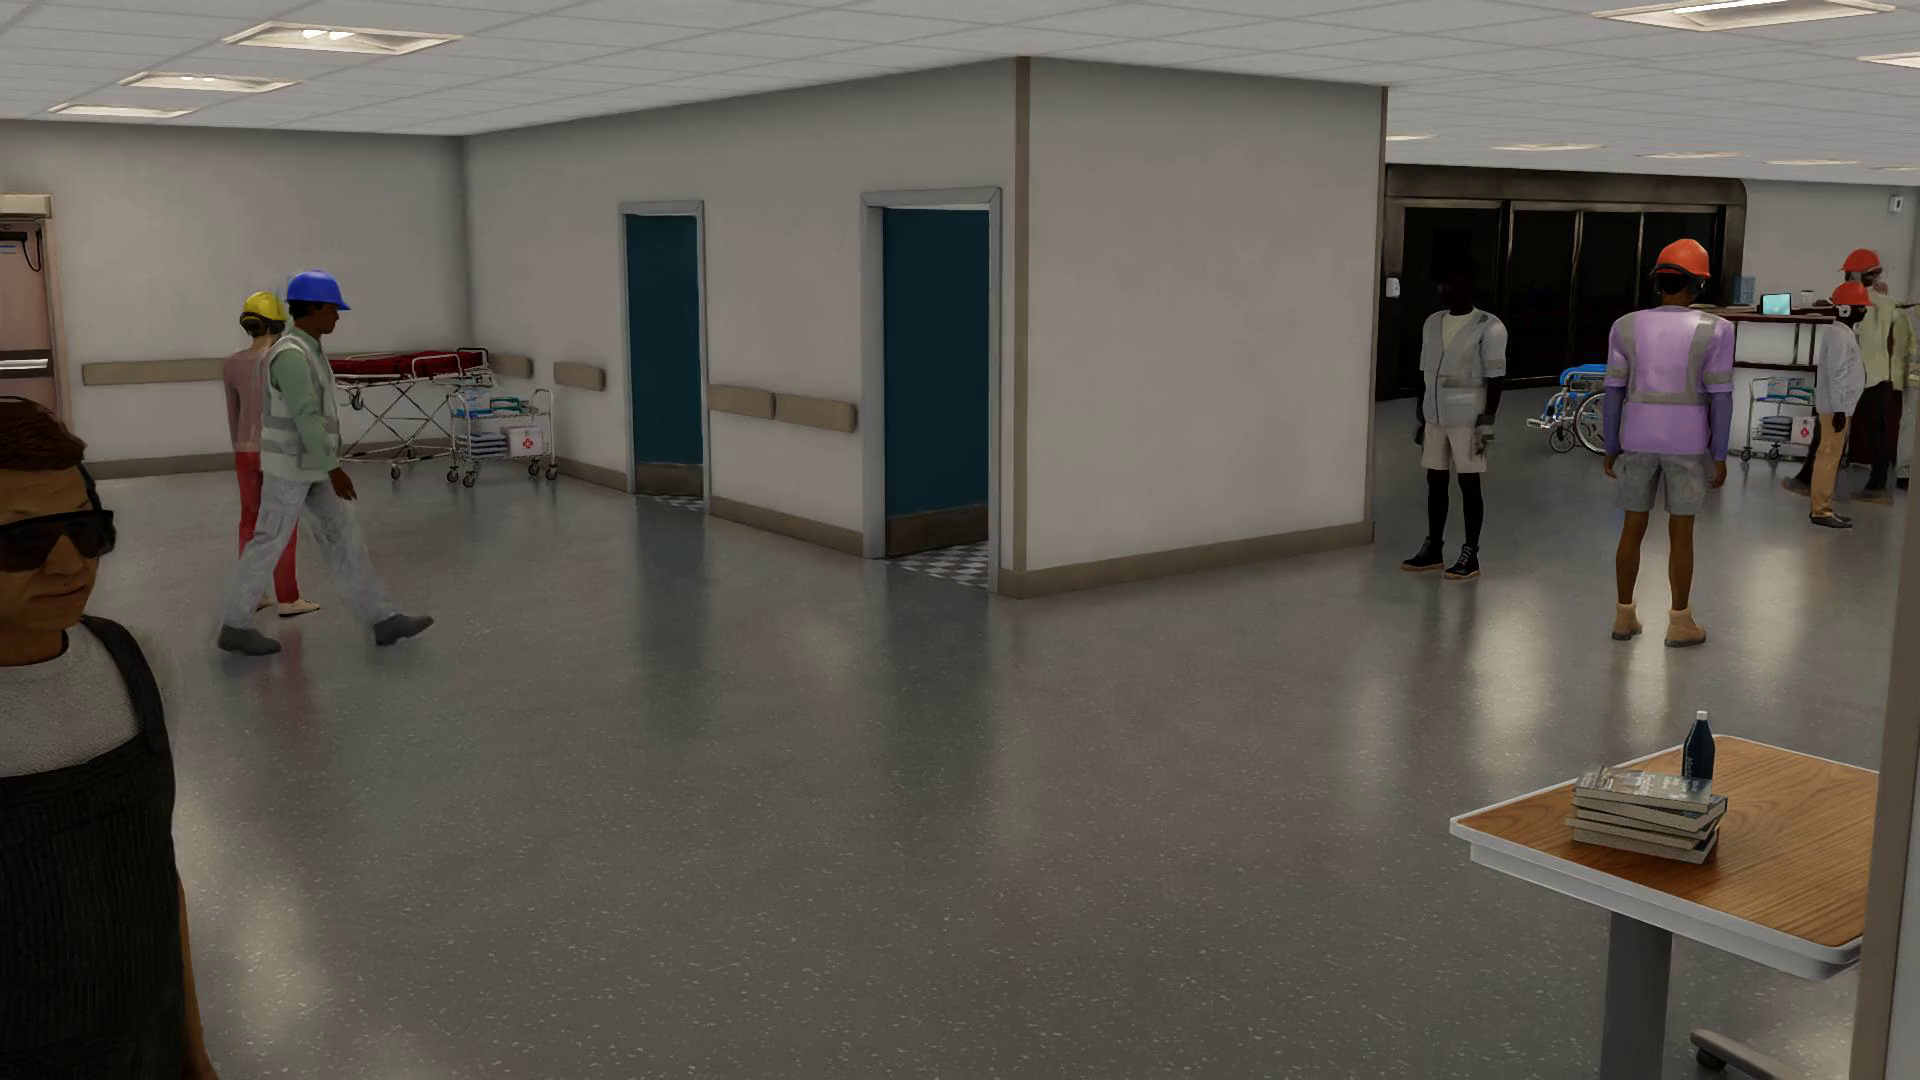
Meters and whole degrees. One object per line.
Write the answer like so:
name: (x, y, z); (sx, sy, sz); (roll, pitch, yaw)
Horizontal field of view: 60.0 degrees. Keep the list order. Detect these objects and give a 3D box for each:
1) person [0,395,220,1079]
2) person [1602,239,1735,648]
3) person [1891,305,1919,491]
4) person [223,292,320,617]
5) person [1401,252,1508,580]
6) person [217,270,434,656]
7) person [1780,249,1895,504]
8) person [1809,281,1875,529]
person: (-1.146, 0.737, 2.096); (0.328, 1.844, 0.511); (4, 11, 22)
person: (3.570, -0.486, 8.402); (0.614, 2.041, 0.393); (8, 13, 39)
person: (7.916, -1.297, 13.588); (0.601, 1.818, 0.403); (0, 10, 0)
person: (-3.759, -0.466, 9.093); (0.526, 1.762, 0.348); (4, 11, 21)
person: (2.995, -0.746, 10.082); (0.362, 1.962, 0.611); (-7, 12, -33)
person: (-3.211, -0.365, 8.164); (1.026, 1.894, 0.610); (-1, 10, -4)
person: (7.003, -1.294, 13.126); (0.608, 1.960, 0.925); (-4, 11, -21)
person: (6.293, -0.965, 11.891); (0.328, 1.752, 0.563); (5, 11, 26)
